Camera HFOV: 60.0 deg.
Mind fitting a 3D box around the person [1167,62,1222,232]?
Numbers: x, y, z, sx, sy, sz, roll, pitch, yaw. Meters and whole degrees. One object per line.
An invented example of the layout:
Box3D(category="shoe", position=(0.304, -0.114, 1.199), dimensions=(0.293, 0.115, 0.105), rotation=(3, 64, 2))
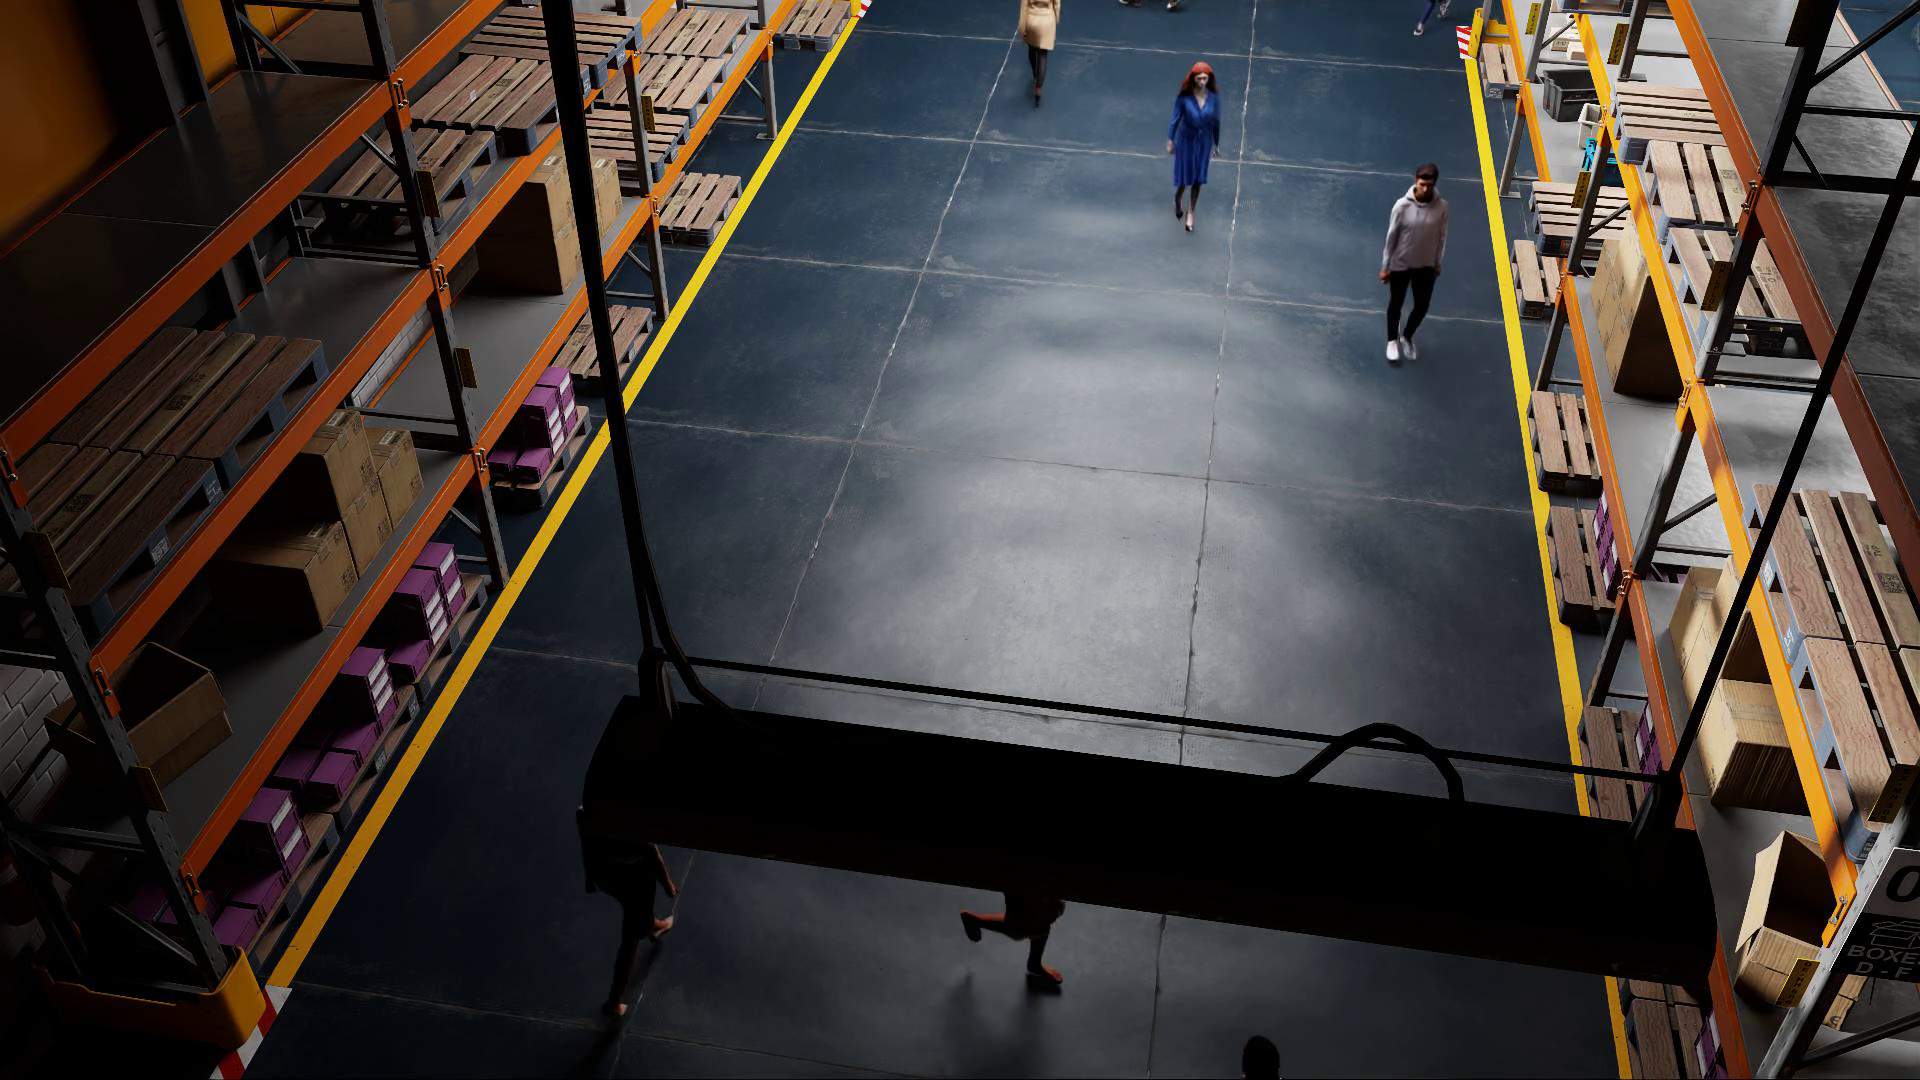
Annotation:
Box3D(category="person", position=(2.346, -3.989, 16.745), dimensions=(0.749, 1.811, 0.788), rotation=(-5, 39, -6))

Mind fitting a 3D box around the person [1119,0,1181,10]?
Box3D(category="person", position=(2.541, -7.764, 21.428), dimensions=(0.838, 1.865, 1.063), rotation=(8, 39, 10))

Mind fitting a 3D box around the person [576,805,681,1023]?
Box3D(category="person", position=(-1.918, 1.997, 9.328), dimensions=(0.808, 1.714, 1.145), rotation=(14, 41, 17))

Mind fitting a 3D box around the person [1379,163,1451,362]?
Box3D(category="person", position=(4.010, -2.516, 14.815), dimensions=(0.745, 1.918, 0.672), rotation=(1, 39, 2))

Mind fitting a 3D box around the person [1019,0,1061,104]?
Box3D(category="person", position=(0.926, -5.885, 19.268), dimensions=(0.704, 1.624, 1.114), rotation=(1, 39, 1))

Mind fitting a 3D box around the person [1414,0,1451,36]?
Box3D(category="person", position=(6.082, -7.263, 20.950), dimensions=(1.150, 1.681, 1.006), rotation=(-31, 48, -33))
